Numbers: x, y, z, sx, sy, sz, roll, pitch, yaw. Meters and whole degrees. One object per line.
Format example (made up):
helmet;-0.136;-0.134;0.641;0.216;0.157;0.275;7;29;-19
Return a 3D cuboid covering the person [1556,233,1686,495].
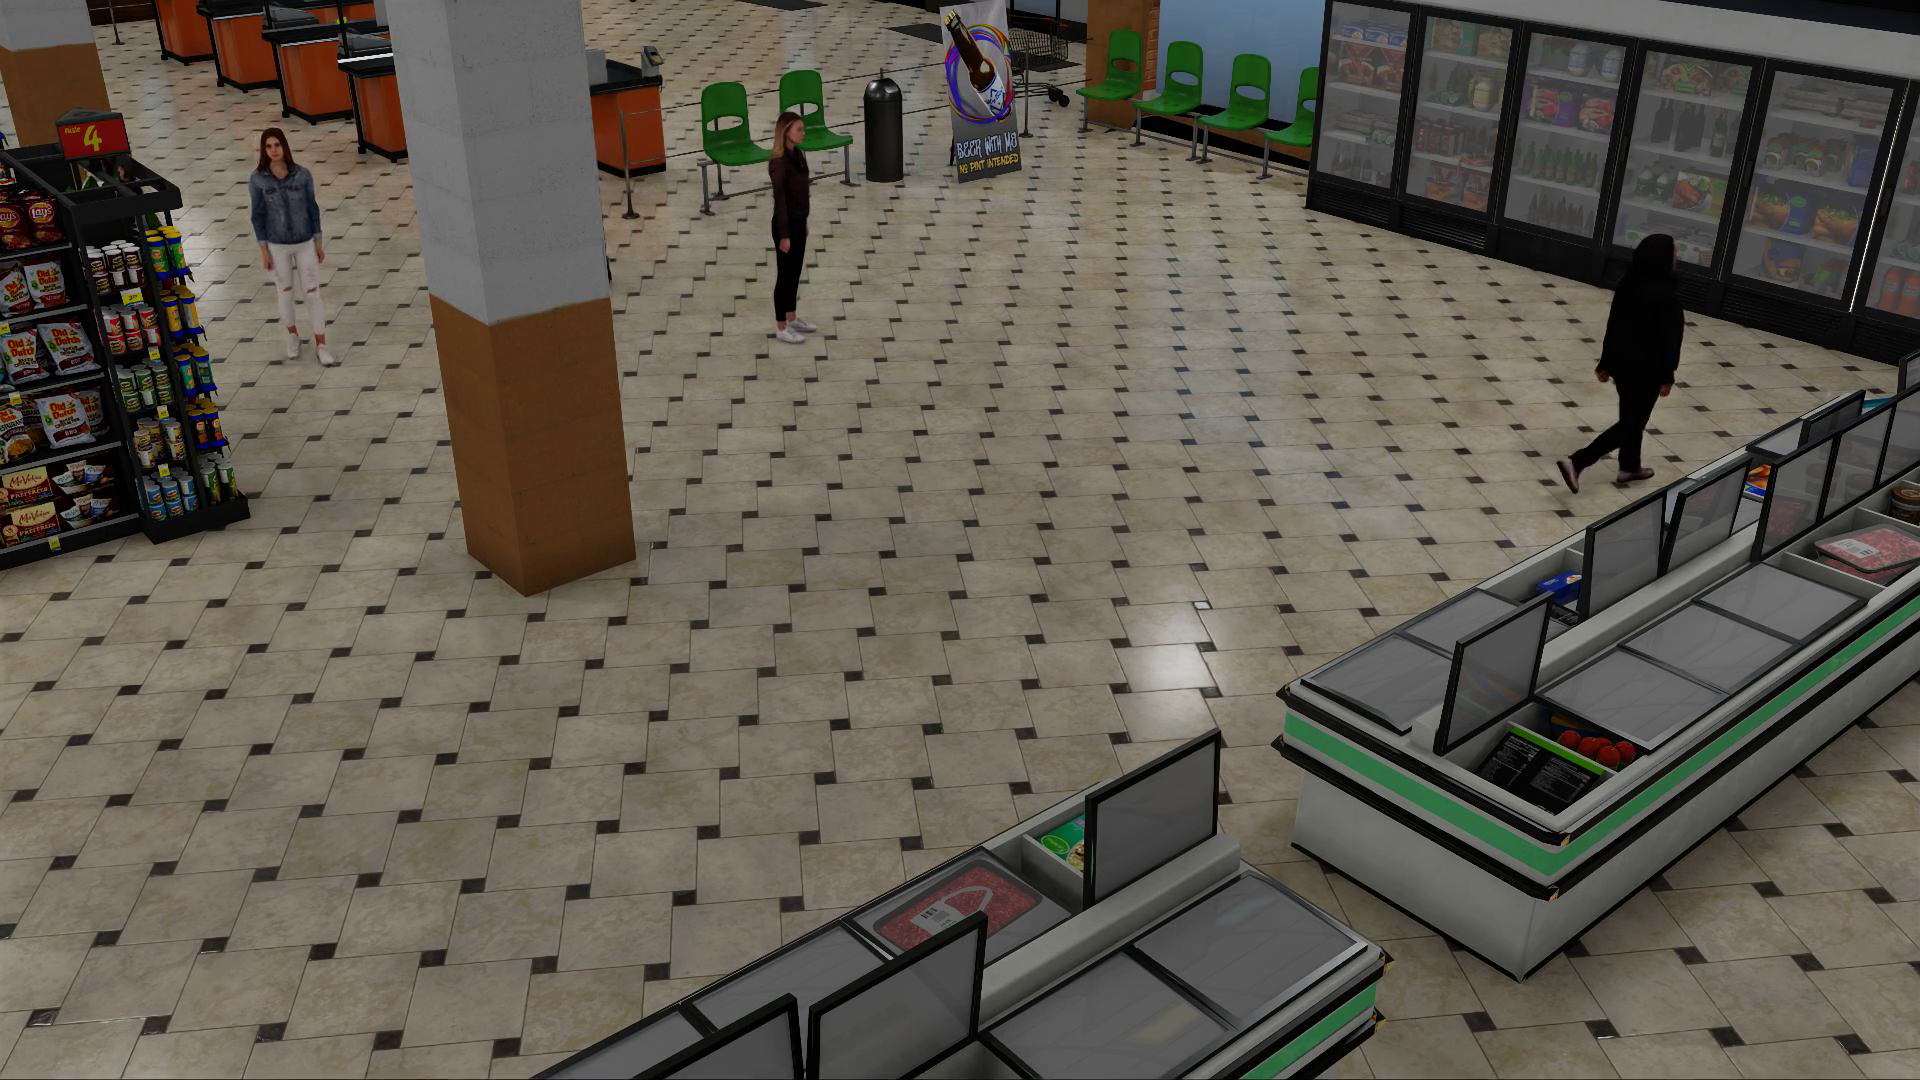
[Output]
person;3.941;-0.990;9.848;1.139;1.589;0.903;-8;28;-15

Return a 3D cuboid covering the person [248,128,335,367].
person;-4.816;-2.119;11.949;0.806;1.702;0.803;-11;29;-21

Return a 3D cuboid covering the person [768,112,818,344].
person;-1.268;-2.333;12.371;0.741;1.703;0.631;8;28;15

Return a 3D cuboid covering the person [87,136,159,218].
person;-6.238;-2.301;12.428;0.974;1.595;0.687;-22;34;-37
